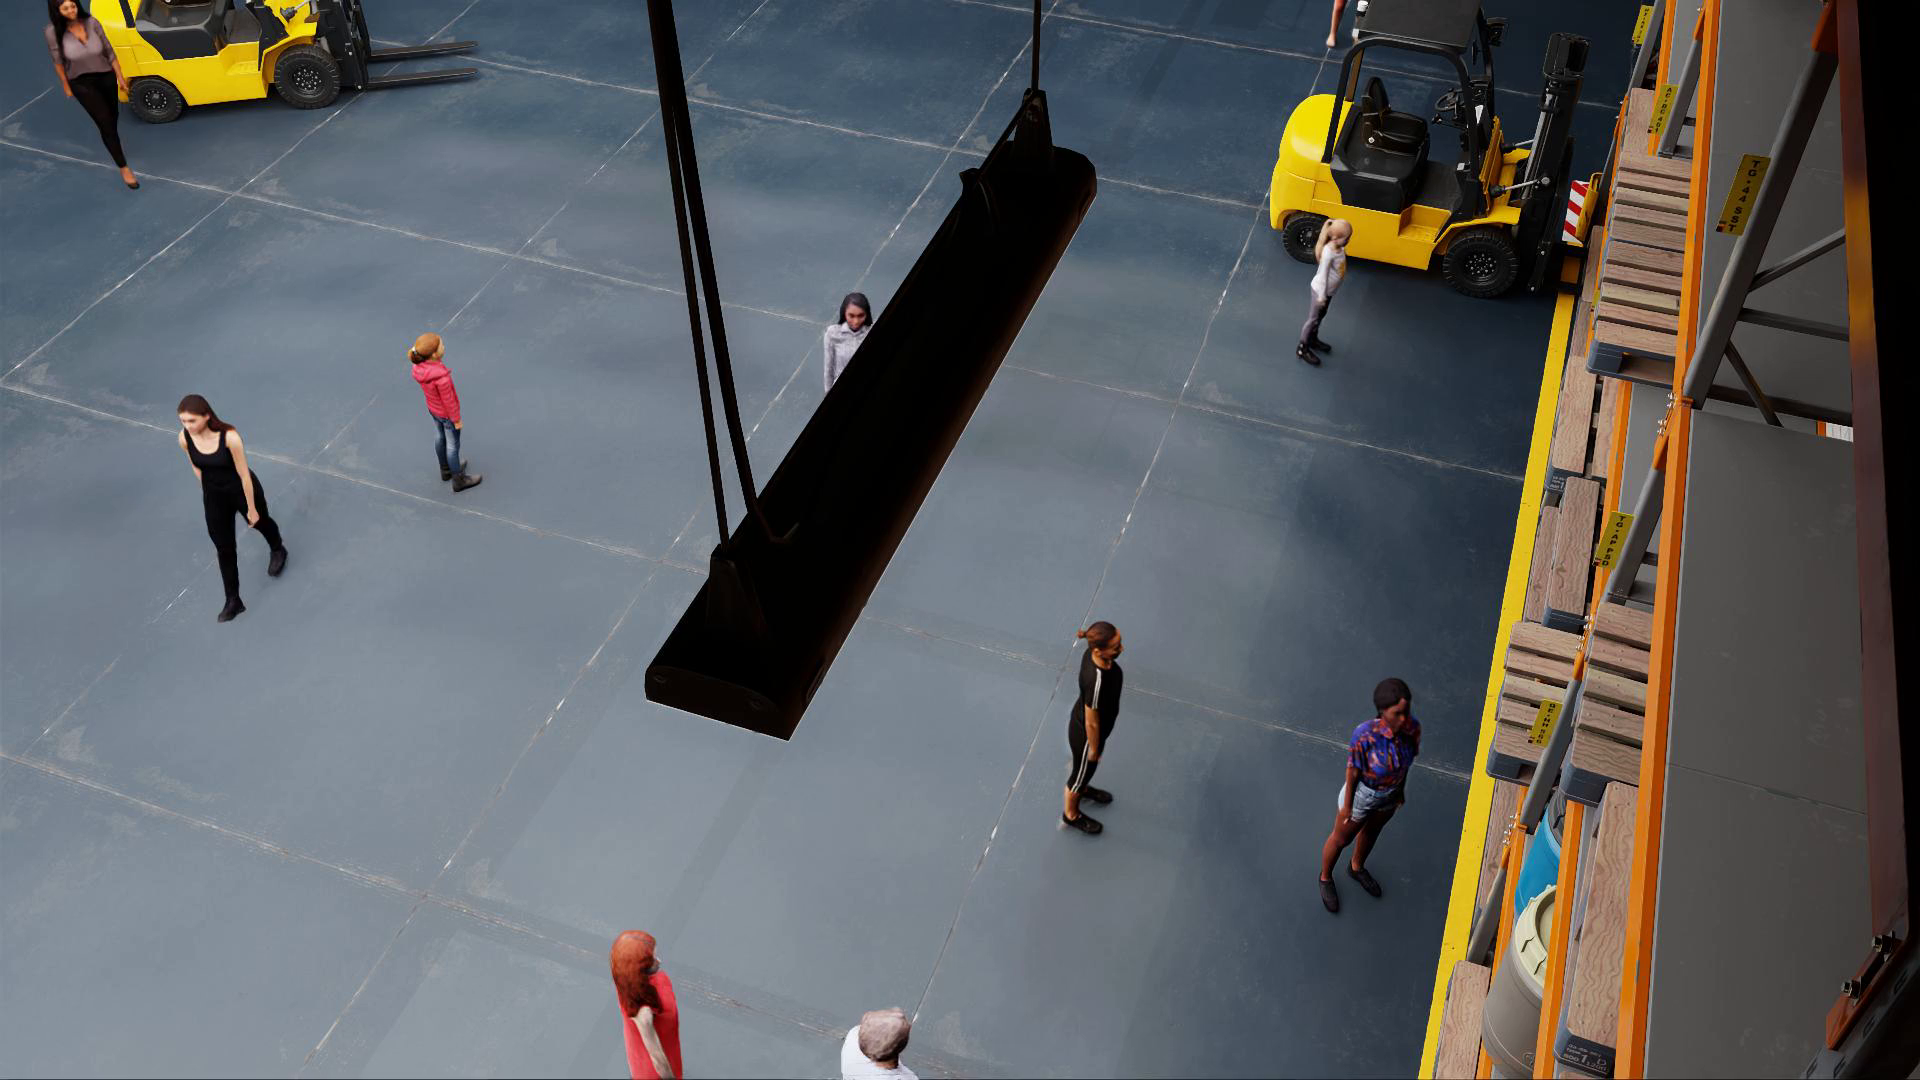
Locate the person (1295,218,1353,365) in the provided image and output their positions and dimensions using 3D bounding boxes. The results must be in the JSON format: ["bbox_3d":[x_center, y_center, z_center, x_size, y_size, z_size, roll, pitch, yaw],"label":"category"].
[{"bbox_3d":[2.873,-1.991,13.155,0.578,1.273,0.470,24,48,23],"label":"person"}]

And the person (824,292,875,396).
[{"bbox_3d":[-0.737,-1.081,11.883,0.727,1.711,0.774,0,44,0],"label":"person"}]

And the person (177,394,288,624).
[{"bbox_3d":[-4.831,-0.348,11.157,0.815,1.650,1.128,0,44,0],"label":"person"}]

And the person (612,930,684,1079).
[{"bbox_3d":[-1.499,2.469,8.074,0.735,1.825,0.667,-16,46,-16],"label":"person"}]

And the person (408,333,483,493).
[{"bbox_3d":[-3.745,-0.929,12.011,0.602,1.314,0.579,-32,52,-29],"label":"person"}]

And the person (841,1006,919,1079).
[{"bbox_3d":[-0.402,2.785,7.704,1.018,1.877,0.924,-26,49,-24],"label":"person"}]

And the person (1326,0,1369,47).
[{"bbox_3d":[4.044,-5.787,16.890,0.607,1.619,0.576,7,44,7],"label":"person"}]

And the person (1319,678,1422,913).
[{"bbox_3d":[2.281,1.411,9.248,0.663,1.737,0.711,-15,46,-15],"label":"person"}]

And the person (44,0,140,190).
[{"bbox_3d":[-7.850,-4.143,15.041,1.177,1.788,1.049,-32,52,-29],"label":"person"}]

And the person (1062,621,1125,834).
[{"bbox_3d":[0.764,1.056,9.670,0.661,1.669,0.491,8,44,8],"label":"person"}]
